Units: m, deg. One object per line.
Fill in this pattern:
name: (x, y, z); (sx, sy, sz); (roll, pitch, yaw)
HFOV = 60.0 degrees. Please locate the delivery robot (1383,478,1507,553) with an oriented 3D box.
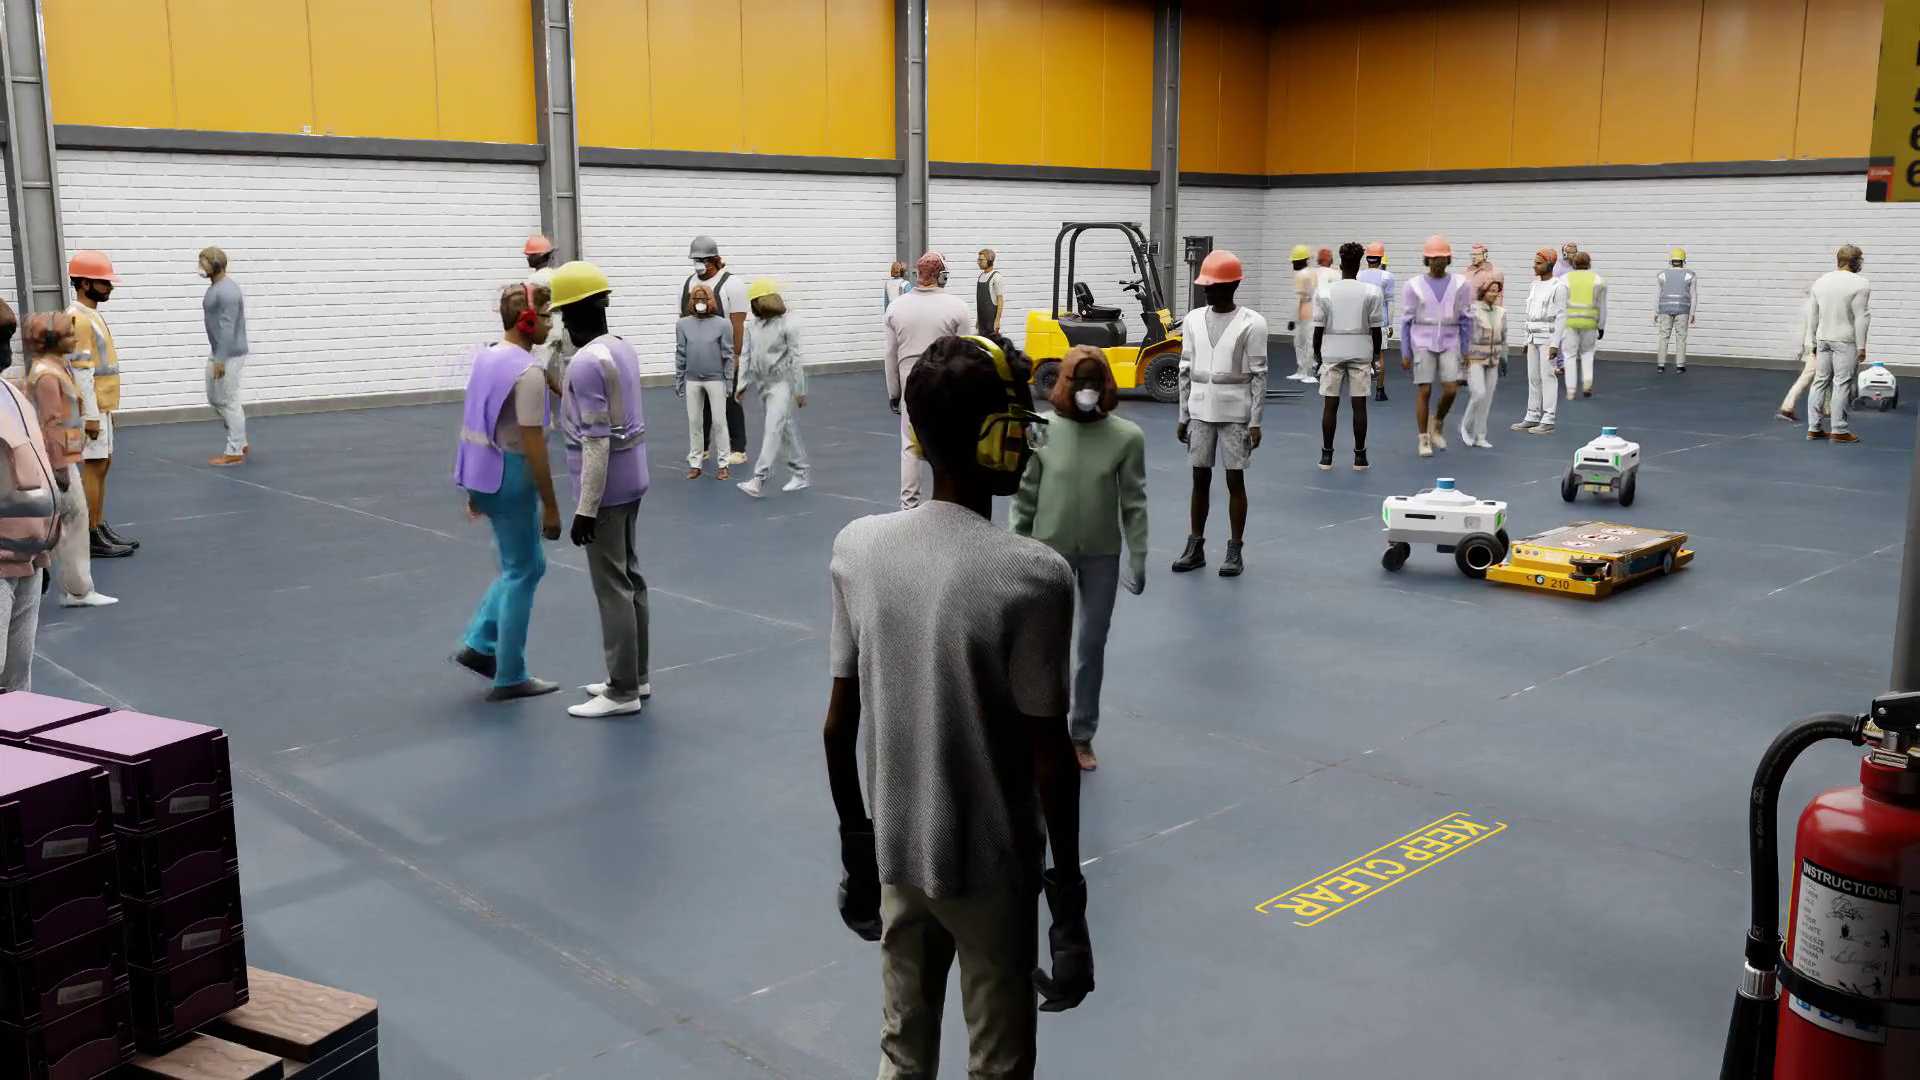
delivery robot: (2.928, -0.132, 10.062); (0.707, 0.478, 0.477); (4, 11, 21)

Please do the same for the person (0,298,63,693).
person: (-3.279, 0.083, 5.651); (0.430, 1.839, 0.619); (-1, 10, -6)

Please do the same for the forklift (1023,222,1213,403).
forklift: (1.935, -2.847, 20.651); (2.313, 2.155, 1.214); (2, 11, 13)

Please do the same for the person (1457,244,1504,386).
person: (6.883, -2.981, 22.169); (0.399, 1.908, 0.643); (-10, 14, -43)

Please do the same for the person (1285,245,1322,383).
person: (4.706, -3.083, 22.777); (0.655, 1.884, 0.621); (5, 12, 25)

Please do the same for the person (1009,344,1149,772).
person: (0.448, 0.078, 6.248); (0.529, 1.617, 0.348); (-1, 10, -4)

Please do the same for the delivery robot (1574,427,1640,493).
delivery robot: (4.952, -0.619, 12.720); (0.477, 0.478, 0.707); (7, 13, 33)

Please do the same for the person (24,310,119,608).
person: (-4.917, -0.419, 8.946); (0.508, 1.622, 0.538); (-5, 12, -27)

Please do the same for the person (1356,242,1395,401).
person: (5.041, -2.666, 20.360); (0.543, 1.939, 0.360); (4, 11, 22)

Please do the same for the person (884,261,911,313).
person: (-0.895, -3.236, 24.286); (0.521, 1.640, 0.306); (9, 13, 39)

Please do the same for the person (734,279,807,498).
person: (-1.485, -1.173, 12.914); (0.491, 1.677, 0.954); (7, 13, 34)

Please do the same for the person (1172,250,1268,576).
person: (1.542, -0.745, 9.905); (0.545, 1.933, 0.376); (7, 12, 32)

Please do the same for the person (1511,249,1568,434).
person: (5.959, -2.029, 17.040); (0.352, 1.883, 0.580); (-3, 11, -14)

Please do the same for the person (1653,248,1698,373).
person: (10.579, -3.374, 24.601); (0.602, 1.830, 0.494); (6, 12, 29)

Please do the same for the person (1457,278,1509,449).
person: (4.962, -1.665, 15.753); (0.546, 1.623, 0.373); (-4, 11, -23)

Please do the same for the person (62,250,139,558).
person: (-5.422, -0.848, 10.481); (0.380, 1.930, 0.541); (-4, 11, -20)

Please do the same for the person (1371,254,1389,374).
person: (6.068, -3.298, 24.285); (0.329, 1.765, 0.525); (3, 11, 15)

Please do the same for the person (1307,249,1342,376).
person: (5.179, -3.282, 24.047); (0.597, 1.848, 0.961); (10, 14, 43)

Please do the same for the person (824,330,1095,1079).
person: (0.004, 0.581, 2.855); (0.532, 1.864, 0.310); (8, 13, 36)

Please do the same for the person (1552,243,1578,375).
person: (8.867, -3.379, 24.335); (0.640, 1.910, 0.401); (-9, 13, -39)

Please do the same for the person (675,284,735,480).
person: (-2.114, -1.306, 13.810); (0.505, 1.629, 0.279); (2, 11, 10)

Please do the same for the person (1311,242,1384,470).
person: (3.338, -1.579, 14.359); (0.607, 1.966, 0.367); (3, 11, 14)

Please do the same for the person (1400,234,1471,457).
person: (4.340, -1.760, 15.175); (0.641, 2.025, 0.422); (1, 10, 6)

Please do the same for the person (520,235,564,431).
person: (-4.301, -2.126, 17.190); (0.466, 2.029, 0.605); (1, 10, 7)

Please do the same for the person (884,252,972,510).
person: (-0.189, -1.028, 11.514); (0.655, 1.906, 0.407); (4, 11, 20)

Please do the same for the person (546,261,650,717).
person: (-1.520, -0.205, 7.009); (0.398, 1.913, 0.590); (1, 10, 4)

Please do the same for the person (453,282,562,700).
person: (-1.959, -0.202, 7.251); (0.449, 1.820, 0.636); (-8, 13, -36)

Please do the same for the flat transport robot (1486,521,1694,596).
flat transport robot: (3.768, 0.089, 9.887); (0.652, 0.197, 1.431); (10, 14, 43)

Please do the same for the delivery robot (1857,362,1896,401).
delivery robot: (10.649, -1.830, 19.323); (0.477, 0.478, 0.707); (5, 11, 23)

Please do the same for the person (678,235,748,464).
person: (-2.224, -1.685, 14.734); (0.690, 2.000, 0.538); (4, 11, 22)

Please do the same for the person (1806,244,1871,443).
person: (8.603, -1.920, 16.298); (0.359, 1.936, 0.632); (-4, 11, -21)

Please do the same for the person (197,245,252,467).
person: (-6.470, -1.610, 14.626); (0.394, 1.937, 0.669); (-7, 13, -34)

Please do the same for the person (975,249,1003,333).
person: (0.370, -2.904, 21.913); (0.327, 1.843, 0.514); (-7, 12, -32)

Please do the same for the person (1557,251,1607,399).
person: (7.660, -2.655, 20.619); (0.627, 1.821, 0.512); (3, 11, 14)

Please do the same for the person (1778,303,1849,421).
person: (9.364, -2.087, 18.174); (0.886, 1.587, 0.499); (-1, 10, -4)
